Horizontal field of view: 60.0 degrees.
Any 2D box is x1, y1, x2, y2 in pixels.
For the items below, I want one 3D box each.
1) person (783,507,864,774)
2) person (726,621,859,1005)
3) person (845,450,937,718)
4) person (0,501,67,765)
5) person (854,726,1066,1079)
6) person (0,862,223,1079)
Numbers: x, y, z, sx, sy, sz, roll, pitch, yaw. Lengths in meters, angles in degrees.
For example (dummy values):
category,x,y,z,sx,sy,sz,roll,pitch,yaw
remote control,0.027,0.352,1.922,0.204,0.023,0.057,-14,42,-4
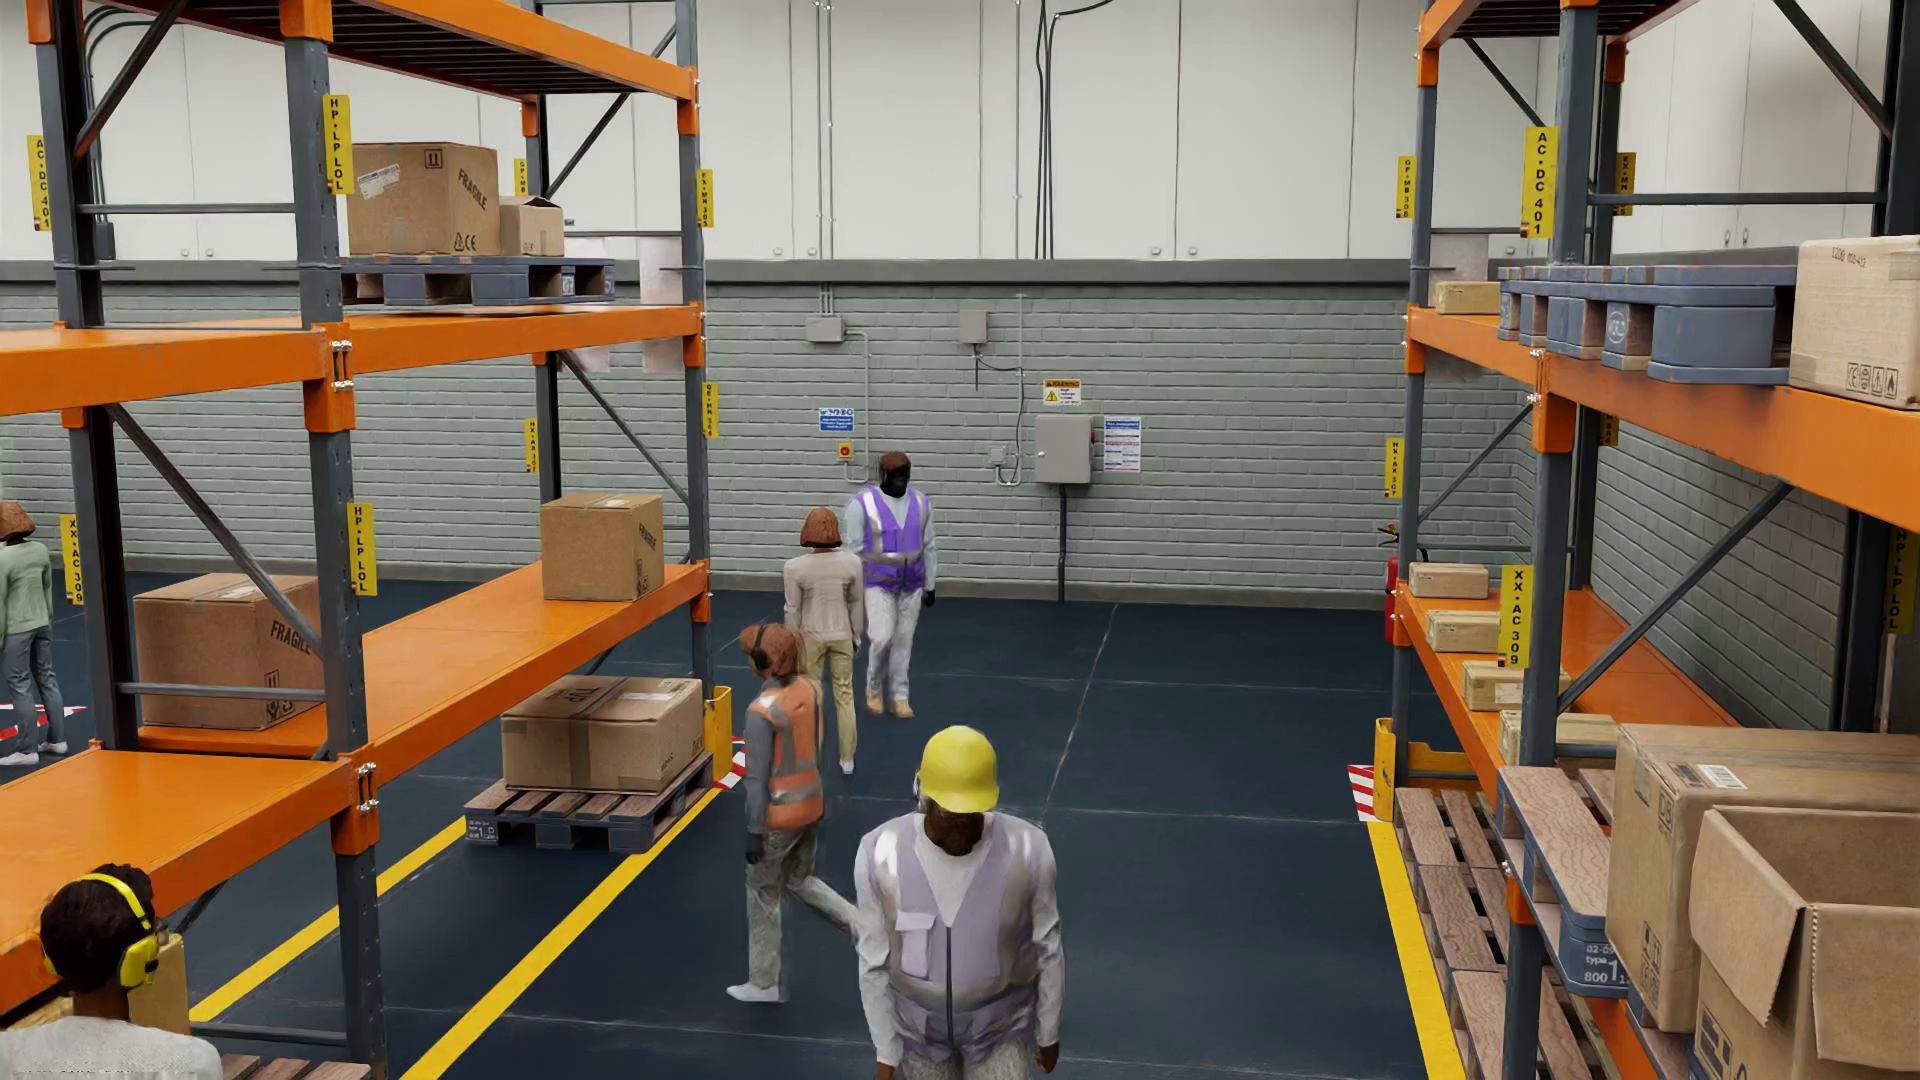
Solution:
category,x,y,z,sx,sy,sz,roll,pitch,yaw
person,-0.816,0.615,9.955,0.500,1.633,0.282,-4,10,-24
person,-0.646,1.131,6.823,0.596,1.616,0.546,3,10,20
person,-0.447,0.306,11.247,0.650,1.831,0.446,-5,10,-28
person,-5.785,0.569,10.264,0.271,1.627,0.502,1,9,9
person,-0.006,1.383,4.707,0.593,1.797,0.490,1,9,8
person,-1.690,1.570,3.387,0.519,1.856,0.461,2,9,9
